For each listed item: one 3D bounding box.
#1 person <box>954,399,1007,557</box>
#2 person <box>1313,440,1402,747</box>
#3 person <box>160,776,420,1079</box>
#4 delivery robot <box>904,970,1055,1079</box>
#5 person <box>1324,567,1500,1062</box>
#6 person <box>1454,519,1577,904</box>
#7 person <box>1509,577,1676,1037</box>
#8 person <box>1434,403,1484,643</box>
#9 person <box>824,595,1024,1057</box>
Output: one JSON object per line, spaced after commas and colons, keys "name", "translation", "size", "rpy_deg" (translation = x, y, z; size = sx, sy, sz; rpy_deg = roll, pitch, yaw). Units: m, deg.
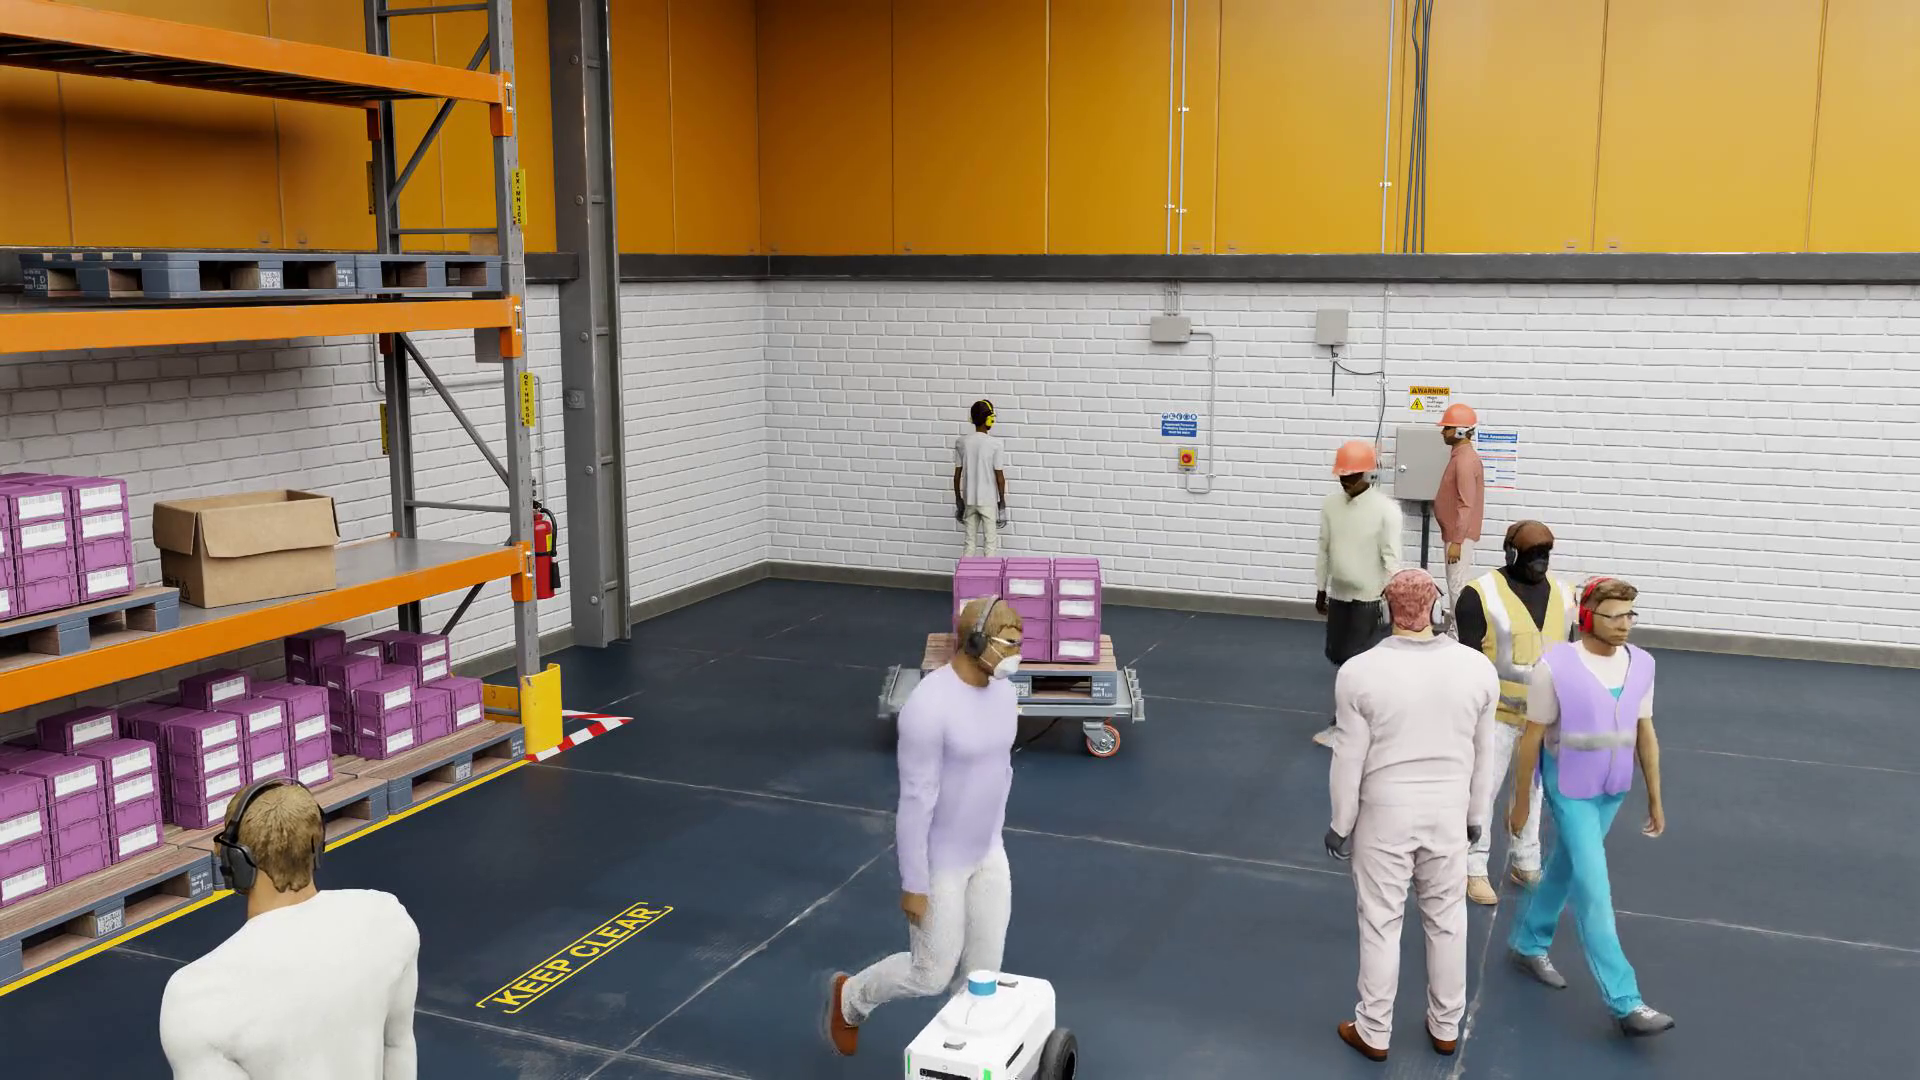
{"name": "person", "translation": [0.184, -0.298, 14.607], "size": [0.519, 1.873, 0.335], "rpy_deg": [5, 11, 30]}
{"name": "person", "translation": [2.566, 0.325, 10.585], "size": [0.726, 1.968, 0.635], "rpy_deg": [-7, 12, -37]}
{"name": "person", "translation": [-1.469, 1.466, 3.709], "size": [0.368, 1.939, 0.633], "rpy_deg": [5, 10, 26]}
{"name": "delivery robot", "translation": [0.078, 1.757, 5.842], "size": [0.477, 0.478, 0.707], "rpy_deg": [4, 10, 22]}
{"name": "person", "translation": [1.706, 1.046, 6.367], "size": [0.638, 1.904, 0.402], "rpy_deg": [-1, 9, -5]}
{"name": "person", "translation": [2.670, 0.814, 7.957], "size": [0.623, 1.844, 0.429], "rpy_deg": [-2, 10, -14]}
{"name": "person", "translation": [2.583, 1.042, 6.692], "size": [0.593, 1.794, 0.979], "rpy_deg": [-4, 10, -24]}
{"name": "person", "translation": [3.785, -0.044, 12.689], "size": [0.382, 1.995, 0.612], "rpy_deg": [2, 10, 13]}
{"name": "person", "translation": [-0.086, 1.116, 5.952], "size": [0.811, 1.895, 0.671], "rpy_deg": [7, 12, 36]}
